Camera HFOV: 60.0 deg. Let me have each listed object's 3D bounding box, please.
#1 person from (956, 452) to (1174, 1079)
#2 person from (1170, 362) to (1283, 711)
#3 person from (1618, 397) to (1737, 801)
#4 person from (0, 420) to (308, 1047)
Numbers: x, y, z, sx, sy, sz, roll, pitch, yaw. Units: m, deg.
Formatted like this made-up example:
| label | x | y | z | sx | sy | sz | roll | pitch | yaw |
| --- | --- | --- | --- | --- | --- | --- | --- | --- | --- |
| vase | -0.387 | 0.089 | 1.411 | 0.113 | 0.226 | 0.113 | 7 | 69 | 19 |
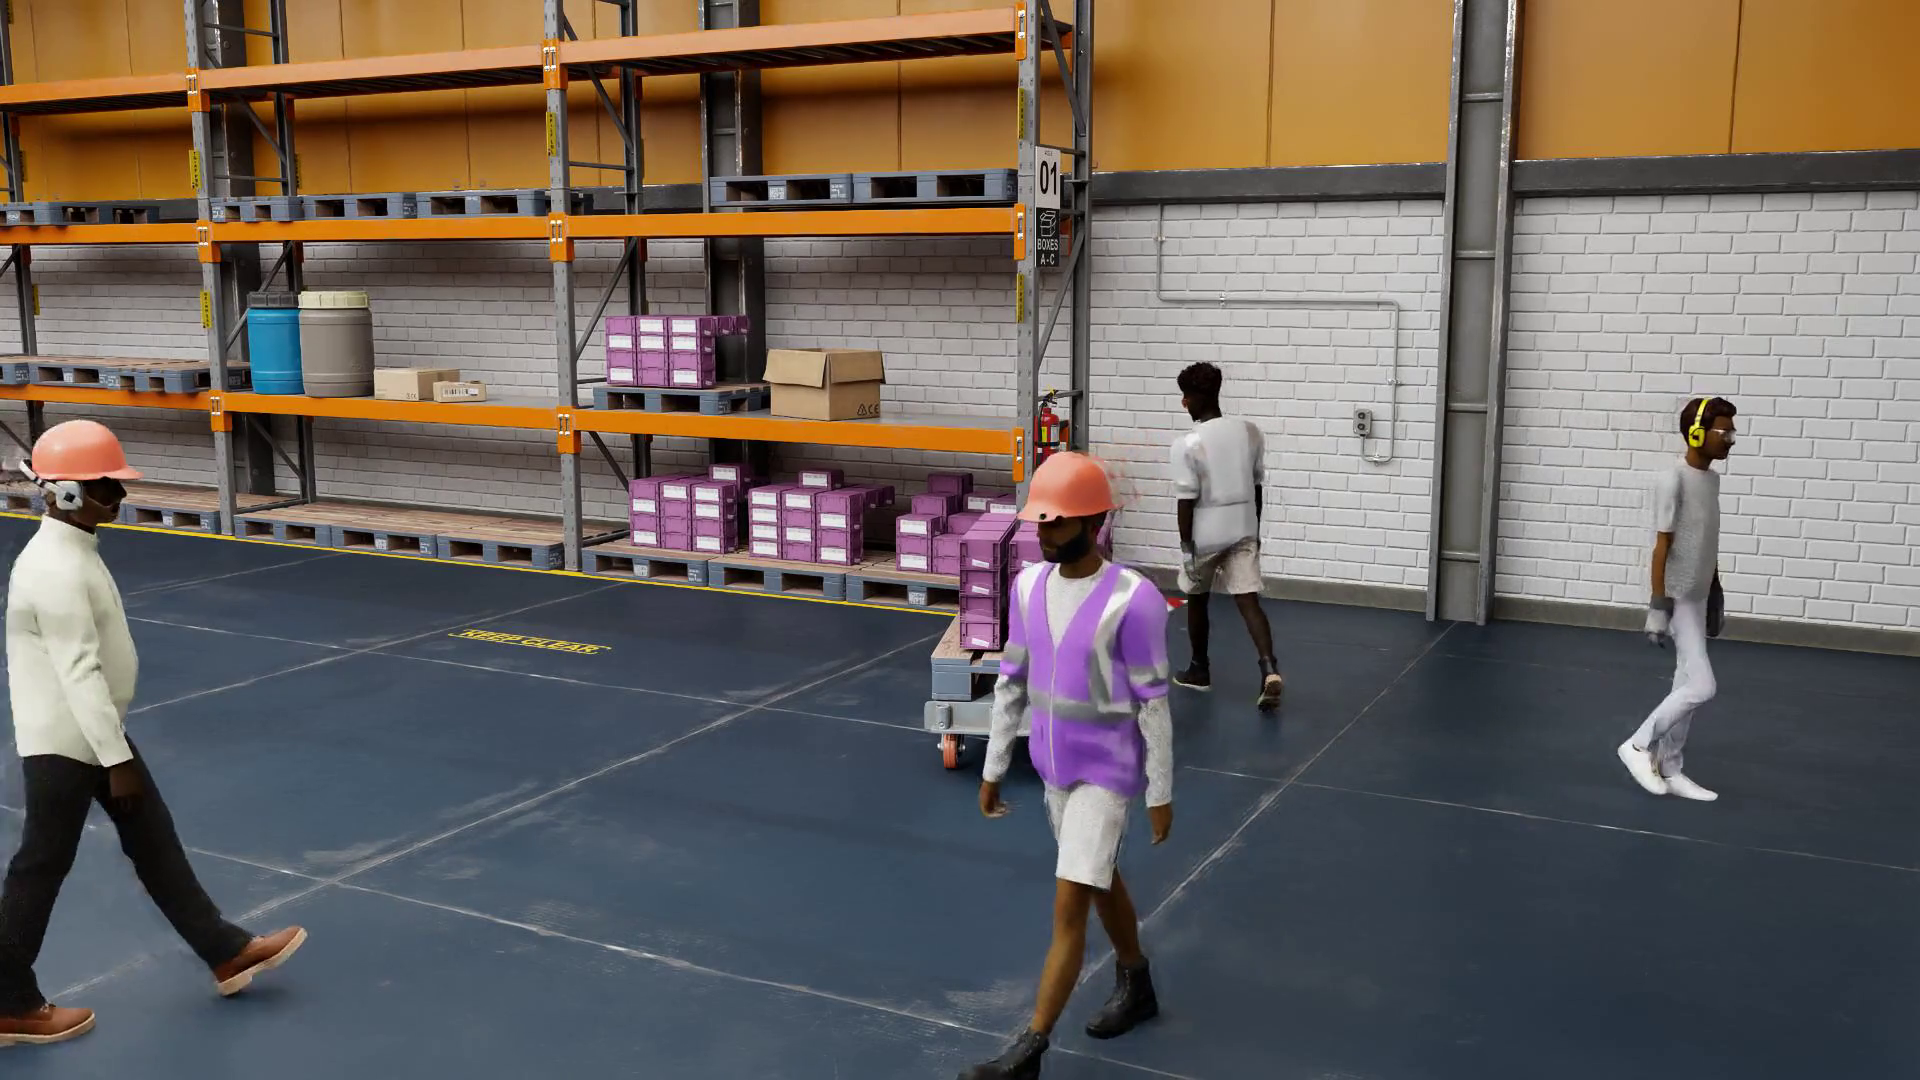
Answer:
| label | x | y | z | sx | sy | sz | roll | pitch | yaw |
| --- | --- | --- | --- | --- | --- | --- | --- | --- | --- |
| person | 0.319 | 0.678 | 4.961 | 0.999 | 1.881 | 0.574 | -9 | 13 | -42 |
| person | 1.470 | -0.022 | 9.195 | 0.644 | 1.921 | 0.948 | -3 | 10 | -18 |
| person | 3.308 | 0.281 | 7.496 | 0.548 | 1.852 | 0.388 | -9 | 13 | -44 |
| person | -2.623 | 0.601 | 5.209 | 1.001 | 1.942 | 0.660 | -3 | 10 | -20 |
